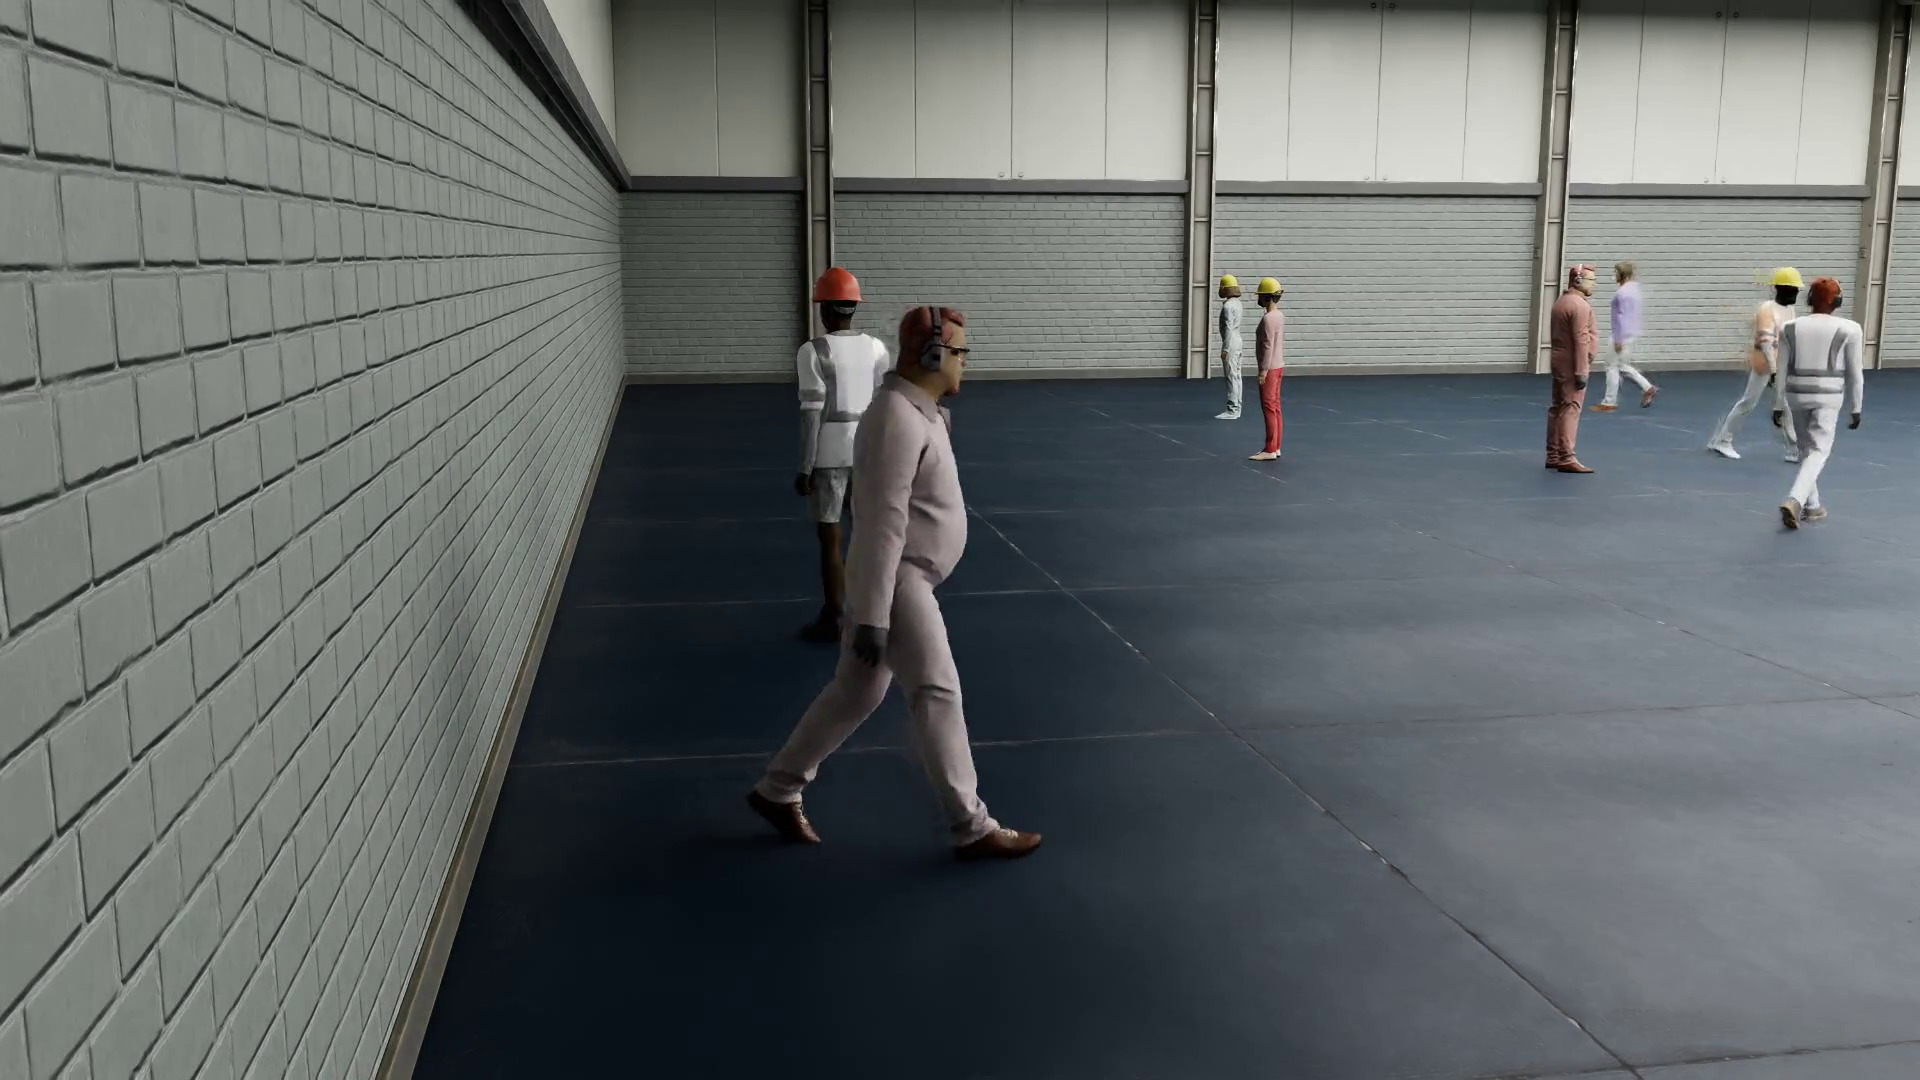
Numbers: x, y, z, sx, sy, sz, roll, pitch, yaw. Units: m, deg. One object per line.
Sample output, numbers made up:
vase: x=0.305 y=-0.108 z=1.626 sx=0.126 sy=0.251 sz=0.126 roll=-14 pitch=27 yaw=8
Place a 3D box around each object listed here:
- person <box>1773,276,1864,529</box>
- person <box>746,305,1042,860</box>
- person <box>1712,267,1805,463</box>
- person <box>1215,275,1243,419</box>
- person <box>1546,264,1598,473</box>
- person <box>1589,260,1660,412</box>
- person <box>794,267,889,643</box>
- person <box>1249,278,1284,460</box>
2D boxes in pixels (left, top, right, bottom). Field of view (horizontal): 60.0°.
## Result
person: x=6.281 y=-1.010 z=12.229 sx=0.927 sy=1.850 sz=0.586 roll=-9 pitch=14 yaw=-43
person: x=-0.258 y=0.156 z=5.514 sx=0.987 sy=1.856 sz=0.692 roll=0 pitch=10 yaw=-1
person: x=7.817 y=-1.685 z=16.041 sx=0.588 sy=1.876 sz=1.033 roll=-6 pitch=12 yaw=-32
person: x=3.255 y=-2.333 z=20.139 sx=0.313 sy=1.740 sz=0.487 roll=5 pitch=11 yaw=25
person: x=5.650 y=-1.574 z=15.302 sx=0.399 sy=1.905 sz=0.642 roll=0 pitch=10 yaw=1
person: x=8.351 y=-2.534 z=20.807 sx=0.708 sy=1.919 sz=0.632 roll=6 pitch=11 yaw=30
person: x=-0.628 y=-0.436 z=8.646 sx=0.552 sy=1.937 sz=0.356 roll=-8 pitch=13 yaw=-39
person: x=2.984 y=-1.654 z=16.158 sx=0.311 sy=1.768 sz=0.533 roll=4 pitch=11 yaw=22
